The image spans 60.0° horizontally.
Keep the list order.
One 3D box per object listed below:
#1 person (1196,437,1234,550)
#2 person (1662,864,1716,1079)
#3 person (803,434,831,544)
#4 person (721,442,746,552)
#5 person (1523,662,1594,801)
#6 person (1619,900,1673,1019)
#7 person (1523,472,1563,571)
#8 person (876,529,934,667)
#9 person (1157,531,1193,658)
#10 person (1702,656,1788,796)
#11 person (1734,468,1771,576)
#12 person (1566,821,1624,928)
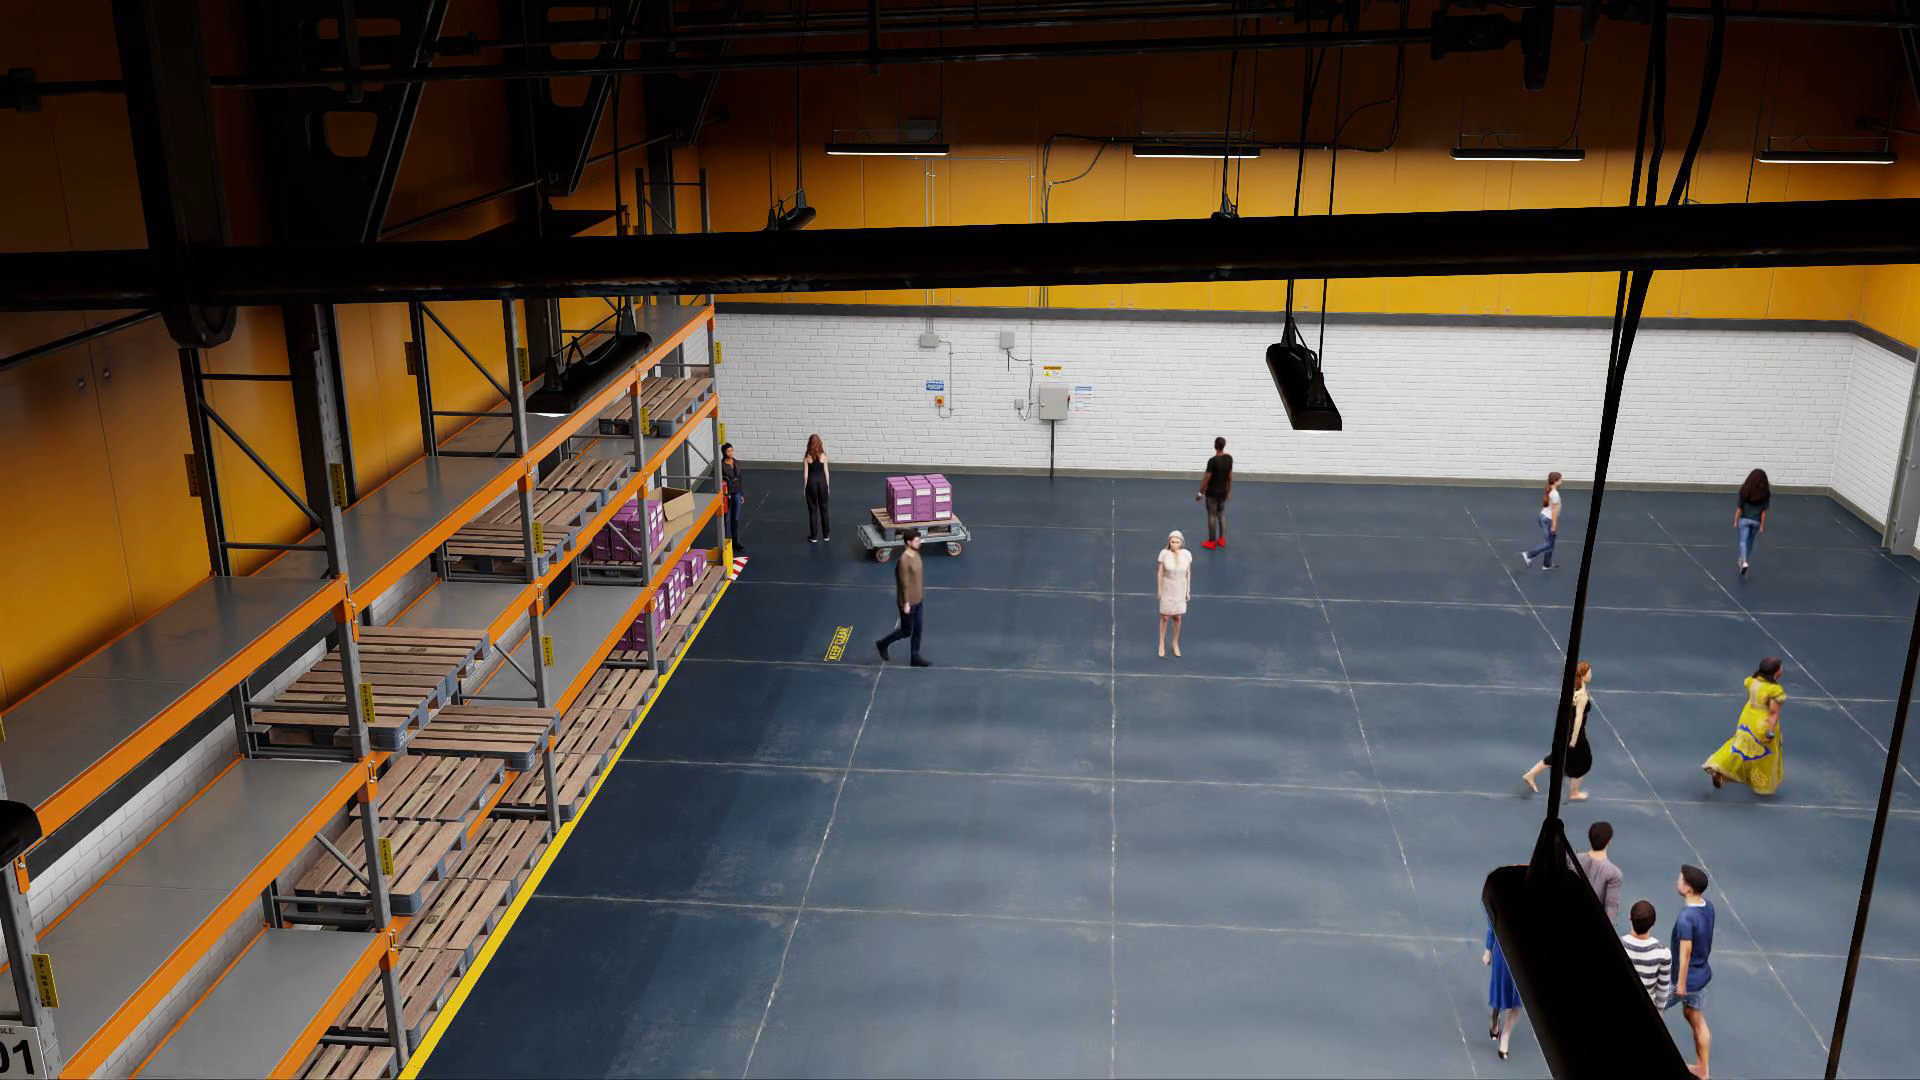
[{"bbox_3d":[4.020,-0.723,25.928,0.769,1.801,0.804,-11,22,-30],"label":"person"},{"bbox_3d":[5.917,3.518,13.316,1.020,1.812,1.078,-15,23,-37],"label":"person"},{"bbox_3d":[-2.270,-0.831,26.332,0.653,1.747,0.642,-6,19,-17],"label":"person"},{"bbox_3d":[-3.583,-0.664,25.837,0.703,1.746,0.772,-17,25,-40],"label":"person"},{"bbox_3d":[6.503,2.071,17.942,0.709,1.601,0.905,1,19,2],"label":"person"},{"bbox_3d":[5.202,3.635,12.901,0.676,1.854,0.572,4,19,12],"label":"person"},{"bbox_3d":[8.793,-0.276,24.992,0.696,1.551,0.842,-2,19,-7],"label":"person"},{"bbox_3d":[-0.719,0.756,21.426,0.872,1.870,0.973,7,20,21],"label":"person"},{"bbox_3d":[2.797,0.698,21.811,0.632,1.734,0.598,-1,19,-4],"label":"person"},{"bbox_3d":[8.573,2.039,17.991,1.163,1.632,1.255,-7,20,-19],"label":"person"},{"bbox_3d":[11.809,-0.247,24.851,0.723,1.586,1.117,5,19,15],"label":"person"},{"bbox_3d":[5.221,3.300,13.998,1.291,1.789,1.196,-17,25,-40],"label":"person"}]
